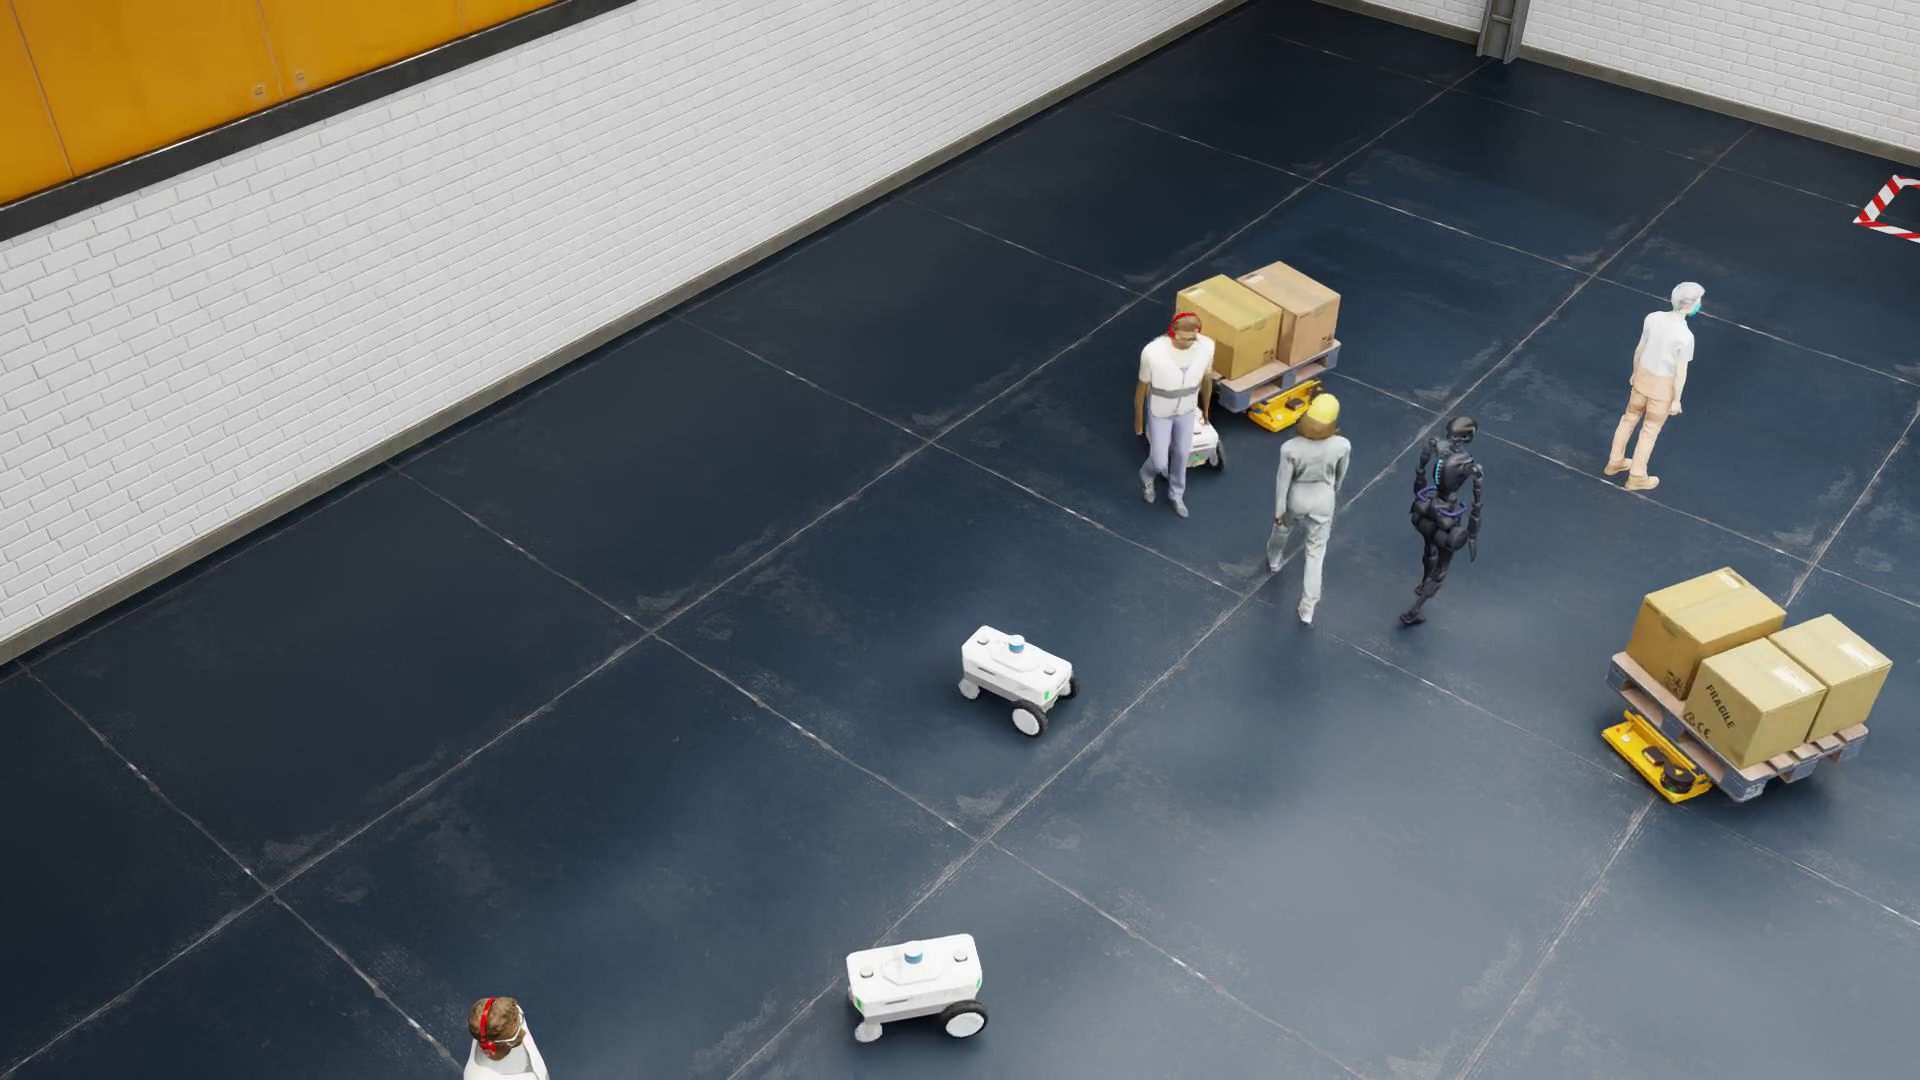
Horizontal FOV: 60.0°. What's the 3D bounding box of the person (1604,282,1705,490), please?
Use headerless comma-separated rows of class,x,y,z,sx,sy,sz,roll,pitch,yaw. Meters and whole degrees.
person,5.258,-1.170,12.562,0.306,1.743,0.486,-15,41,-18

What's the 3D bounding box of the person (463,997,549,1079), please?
person,-2.036,2.707,7.669,0.391,1.846,0.562,-1,39,-1

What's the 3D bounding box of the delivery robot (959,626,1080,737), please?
delivery robot,0.383,0.892,10.963,0.814,0.610,0.499,23,44,26

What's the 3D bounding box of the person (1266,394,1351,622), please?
person,2.406,-0.283,11.505,0.481,1.682,0.923,3,39,4

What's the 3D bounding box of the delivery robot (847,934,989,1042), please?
delivery robot,-0.227,2.415,9.073,0.805,0.609,0.499,-7,39,-9

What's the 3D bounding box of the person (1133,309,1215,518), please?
person,1.558,-0.941,12.215,0.597,1.818,0.454,-10,40,-12

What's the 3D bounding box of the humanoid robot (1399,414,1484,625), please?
humanoid robot,3.321,-0.162,11.381,0.614,1.637,0.615,-23,44,-26

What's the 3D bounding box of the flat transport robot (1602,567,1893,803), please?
flat transport robot,4.955,1.220,10.772,1.431,0.231,0.659,-16,42,-19

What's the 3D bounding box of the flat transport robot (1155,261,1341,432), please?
flat transport robot,2.384,-1.404,14.029,0.659,0.231,1.431,-25,45,-28

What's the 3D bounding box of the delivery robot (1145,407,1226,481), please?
delivery robot,1.754,-0.853,13.123,0.499,0.602,0.801,-11,40,-13
